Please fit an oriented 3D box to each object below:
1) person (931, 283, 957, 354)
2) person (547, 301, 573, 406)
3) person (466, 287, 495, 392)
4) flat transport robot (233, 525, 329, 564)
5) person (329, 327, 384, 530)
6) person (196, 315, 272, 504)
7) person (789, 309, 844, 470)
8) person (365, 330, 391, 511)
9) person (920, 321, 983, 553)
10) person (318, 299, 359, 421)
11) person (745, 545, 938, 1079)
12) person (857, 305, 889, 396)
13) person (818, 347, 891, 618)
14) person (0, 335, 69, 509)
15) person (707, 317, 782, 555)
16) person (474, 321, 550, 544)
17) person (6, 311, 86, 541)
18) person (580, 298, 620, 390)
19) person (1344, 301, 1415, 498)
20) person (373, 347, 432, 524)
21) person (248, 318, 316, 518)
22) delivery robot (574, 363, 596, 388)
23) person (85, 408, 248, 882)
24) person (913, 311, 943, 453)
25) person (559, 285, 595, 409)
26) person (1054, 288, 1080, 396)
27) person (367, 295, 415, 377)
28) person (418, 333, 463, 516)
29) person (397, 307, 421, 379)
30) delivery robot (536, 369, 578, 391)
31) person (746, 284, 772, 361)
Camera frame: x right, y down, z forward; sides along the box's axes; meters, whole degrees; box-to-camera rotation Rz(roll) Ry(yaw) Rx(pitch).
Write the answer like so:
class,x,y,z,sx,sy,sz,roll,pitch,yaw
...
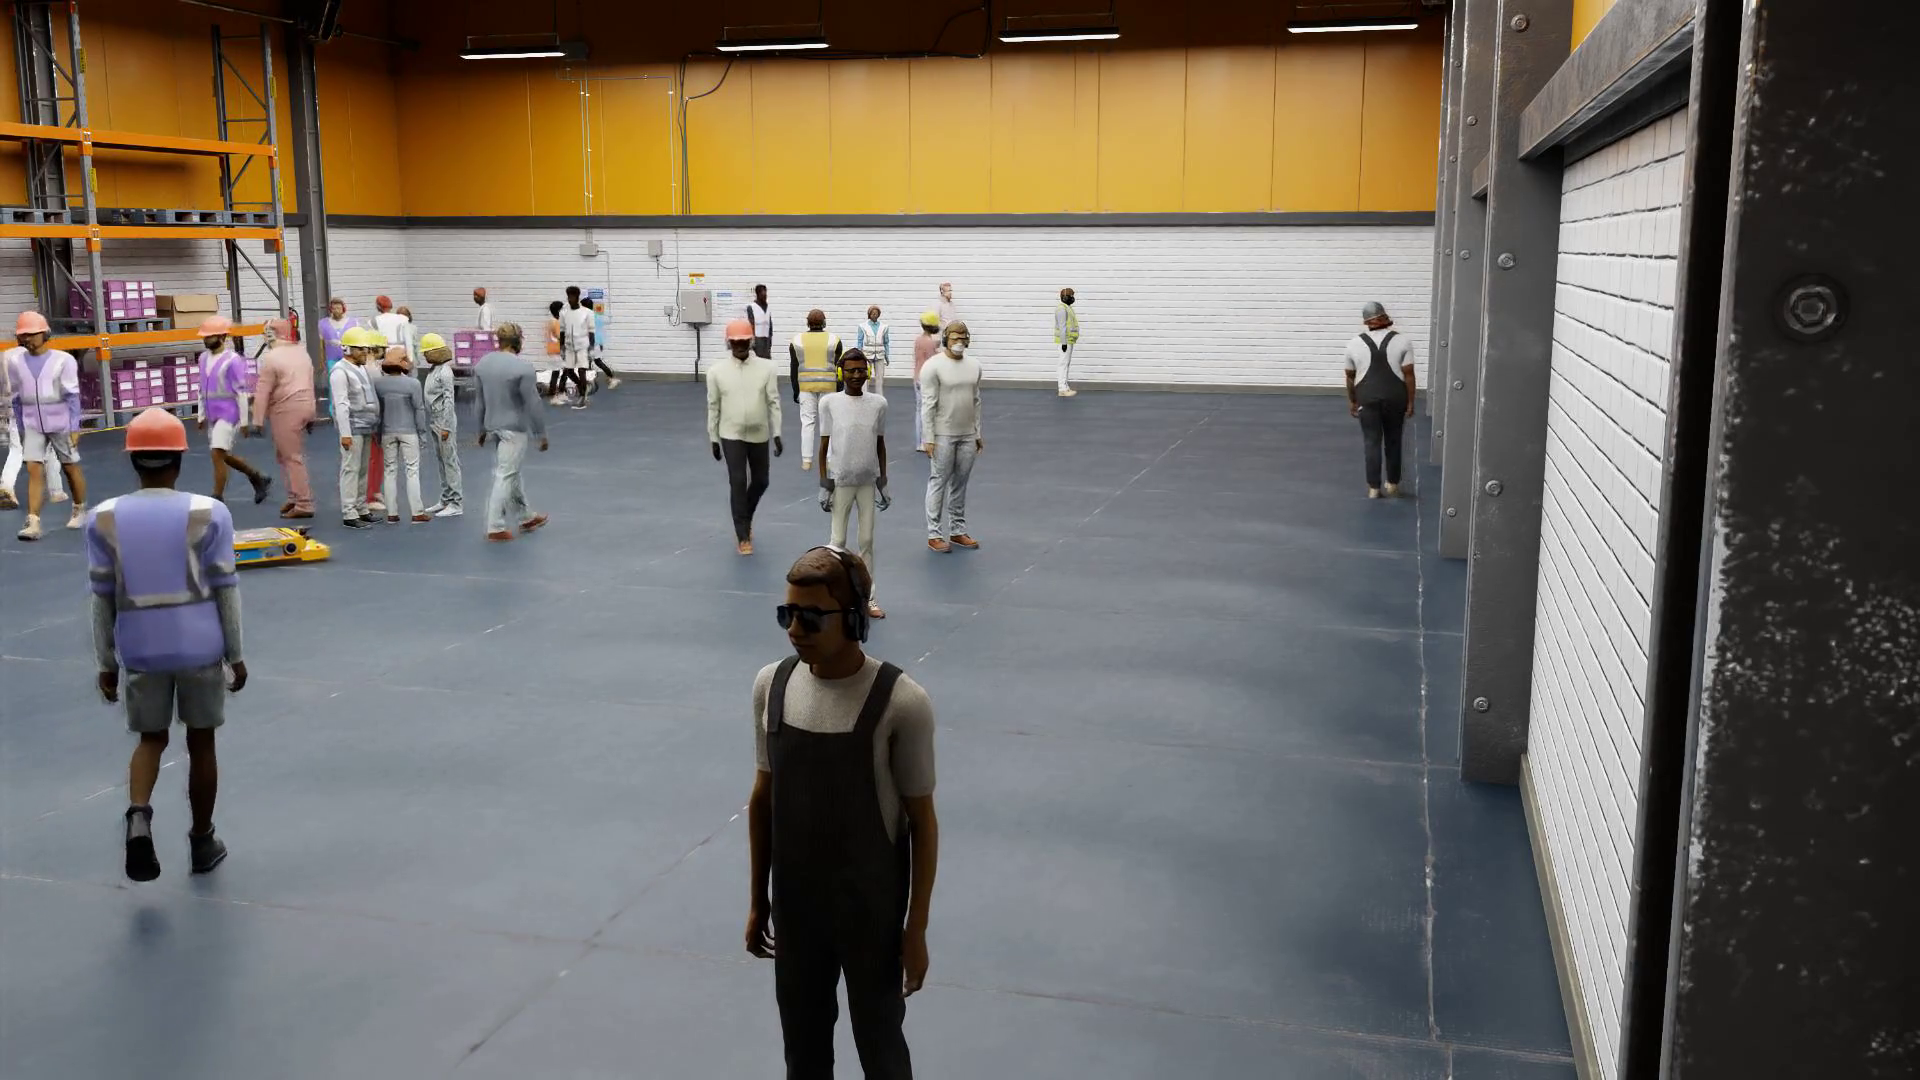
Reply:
class,x,y,z,sx,sy,sz,roll,pitch,yaw
person,-0.244,-3.592,29.469,0.409,1.907,0.651,6,11,29
person,-6.402,-2.998,26.729,0.520,1.681,0.542,-3,10,-17
person,-8.270,-3.525,29.250,0.814,1.856,0.587,-4,11,-22
flat transport robot,-5.887,0.076,13.326,1.431,0.197,0.652,-7,12,-35
person,-5.464,-1.015,15.094,0.403,1.828,0.597,0,10,2
person,-7.042,-1.212,15.997,0.555,1.916,0.855,6,12,32
person,-1.625,-1.719,19.048,0.625,1.845,0.429,0,10,1
person,-5.649,-1.152,16.093,0.444,1.742,0.558,-6,12,-30
person,-0.057,-0.869,13.970,0.630,1.936,0.369,-9,13,-40
person,-8.933,-2.563,23.970,0.563,1.783,0.971,-3,11,-19
person,-0.305,0.917,4.108,0.514,1.844,0.328,5,11,26
person,-1.349,-2.826,25.887,0.510,1.642,0.308,-3,11,-18
person,-0.721,-0.378,11.375,0.512,1.872,0.327,-4,11,-22
person,-9.152,-1.219,16.320,0.623,1.812,0.835,-1,10,-3
person,-1.834,-0.903,14.056,0.606,1.975,0.812,-3,11,-19
person,-3.858,-0.948,14.524,0.658,1.893,0.954,6,12,31
person,-8.041,-1.013,14.650,0.629,1.994,1.043,-1,10,-7
person,-6.467,-3.483,29.583,0.866,1.651,0.528,1,10,7
person,4.308,-1.478,17.117,0.717,2.000,0.820,3,10,14
person,-5.160,-0.959,15.336,0.498,1.633,0.286,1,10,4
person,-6.363,-1.137,15.630,0.594,1.879,0.672,1,10,8
delivery robot,-6.618,-2.801,28.552,0.707,0.478,0.477,-1,10,-4
person,-3.146,0.444,6.597,0.553,1.920,0.609,-2,10,-10
person,-0.405,-1.942,20.597,0.333,1.749,0.559,-5,11,-24
person,-6.011,-3.047,26.277,0.616,1.941,0.572,2,10,14
person,1.833,-3.388,28.501,0.429,1.844,0.627,2,10,12
person,-8.199,-2.601,23.985,0.626,1.861,0.534,-2,10,-10
person,-4.948,-1.092,15.800,0.310,1.735,0.484,-6,12,-32
person,-8.710,-2.846,26.066,0.414,1.612,0.547,9,13,41
delivery robot,-6.853,-2.739,28.199,0.707,0.478,0.477,0,10,1
person,-3.557,-3.554,29.291,0.646,1.901,0.599,7,12,33
